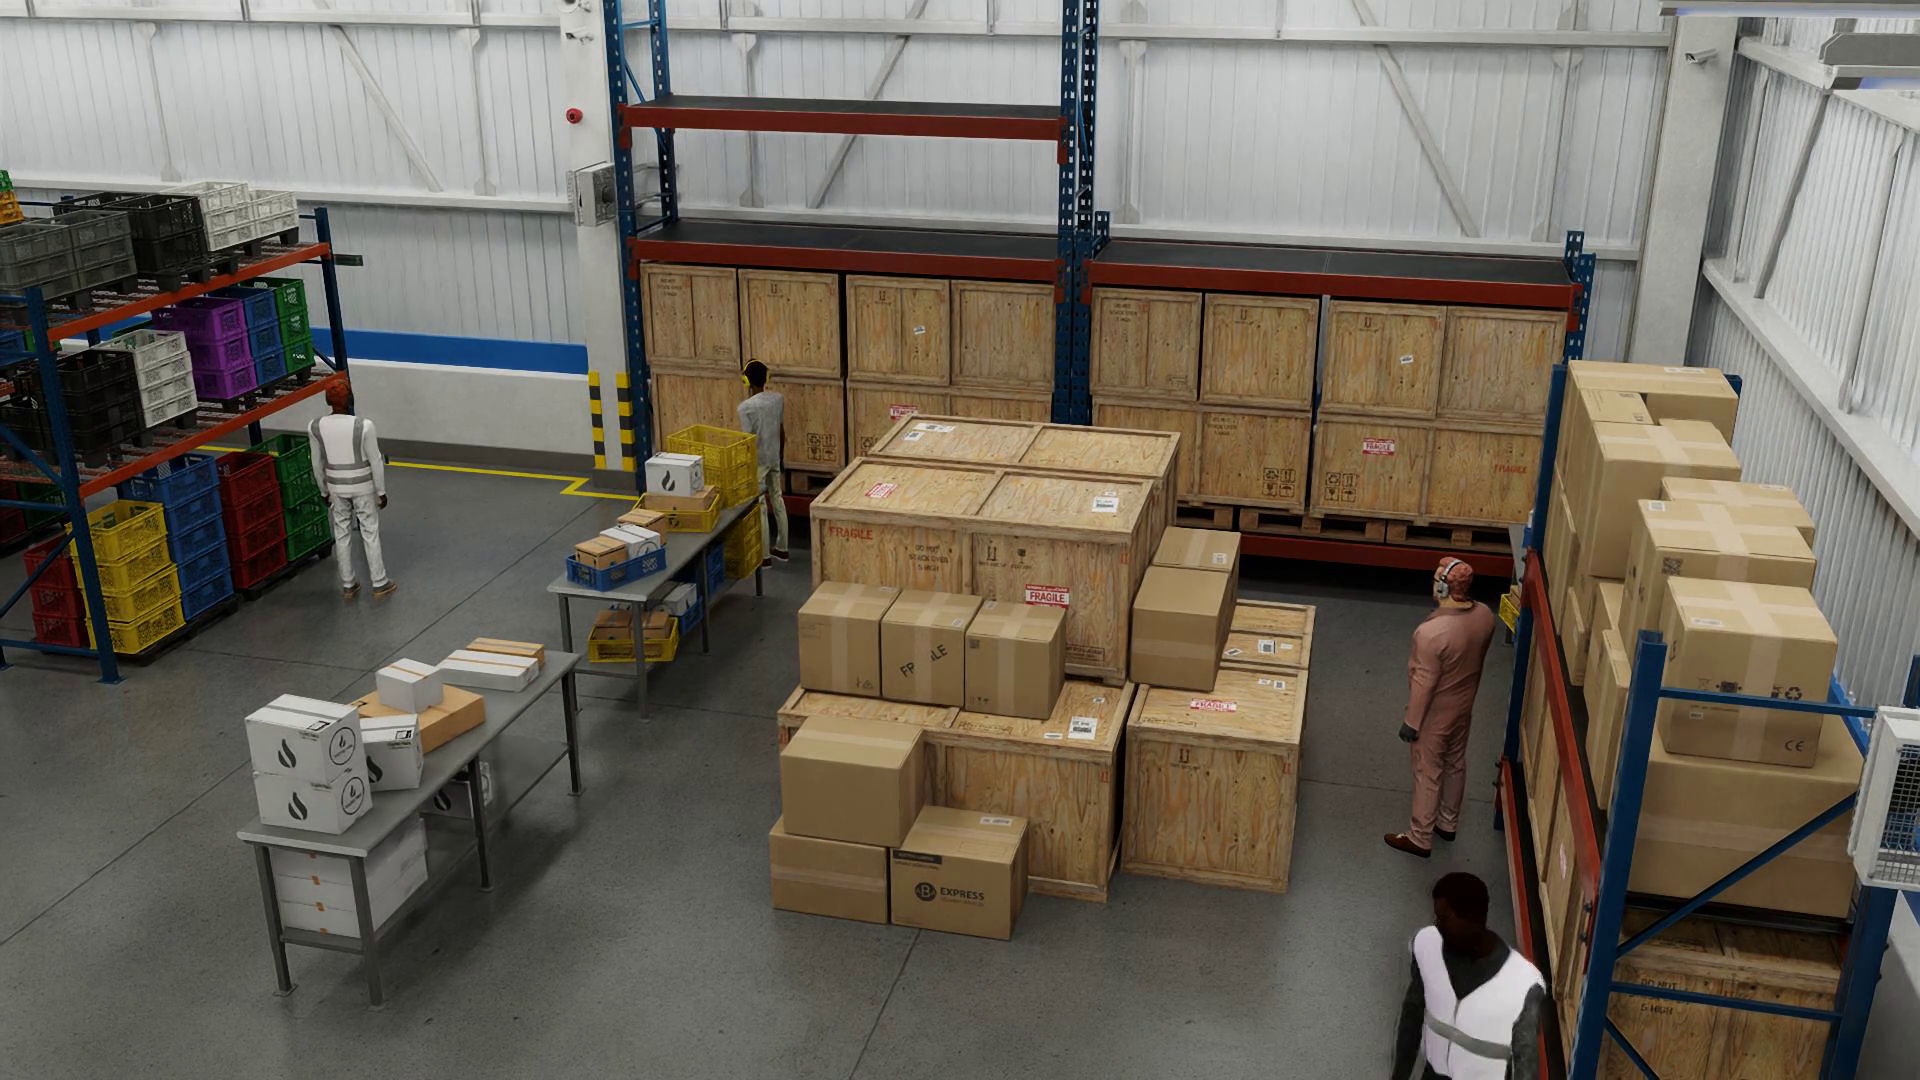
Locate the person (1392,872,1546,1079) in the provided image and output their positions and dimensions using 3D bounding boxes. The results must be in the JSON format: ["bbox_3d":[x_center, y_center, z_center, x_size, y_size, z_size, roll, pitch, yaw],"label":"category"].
[{"bbox_3d":[2.129,2.245,6.921,0.525,1.875,0.659,-19,28,-40],"label":"person"}]

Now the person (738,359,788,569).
[{"bbox_3d":[-1.733,-0.663,14.529,0.332,1.865,0.520,19,28,40],"label":"person"}]

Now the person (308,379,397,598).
[{"bbox_3d":[-5.066,-0.421,13.867,0.577,1.883,0.353,0,21,1],"label":"person"}]

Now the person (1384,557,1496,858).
[{"bbox_3d":[2.903,1.006,10.102,0.643,1.909,0.410,-17,26,-37],"label":"person"}]
